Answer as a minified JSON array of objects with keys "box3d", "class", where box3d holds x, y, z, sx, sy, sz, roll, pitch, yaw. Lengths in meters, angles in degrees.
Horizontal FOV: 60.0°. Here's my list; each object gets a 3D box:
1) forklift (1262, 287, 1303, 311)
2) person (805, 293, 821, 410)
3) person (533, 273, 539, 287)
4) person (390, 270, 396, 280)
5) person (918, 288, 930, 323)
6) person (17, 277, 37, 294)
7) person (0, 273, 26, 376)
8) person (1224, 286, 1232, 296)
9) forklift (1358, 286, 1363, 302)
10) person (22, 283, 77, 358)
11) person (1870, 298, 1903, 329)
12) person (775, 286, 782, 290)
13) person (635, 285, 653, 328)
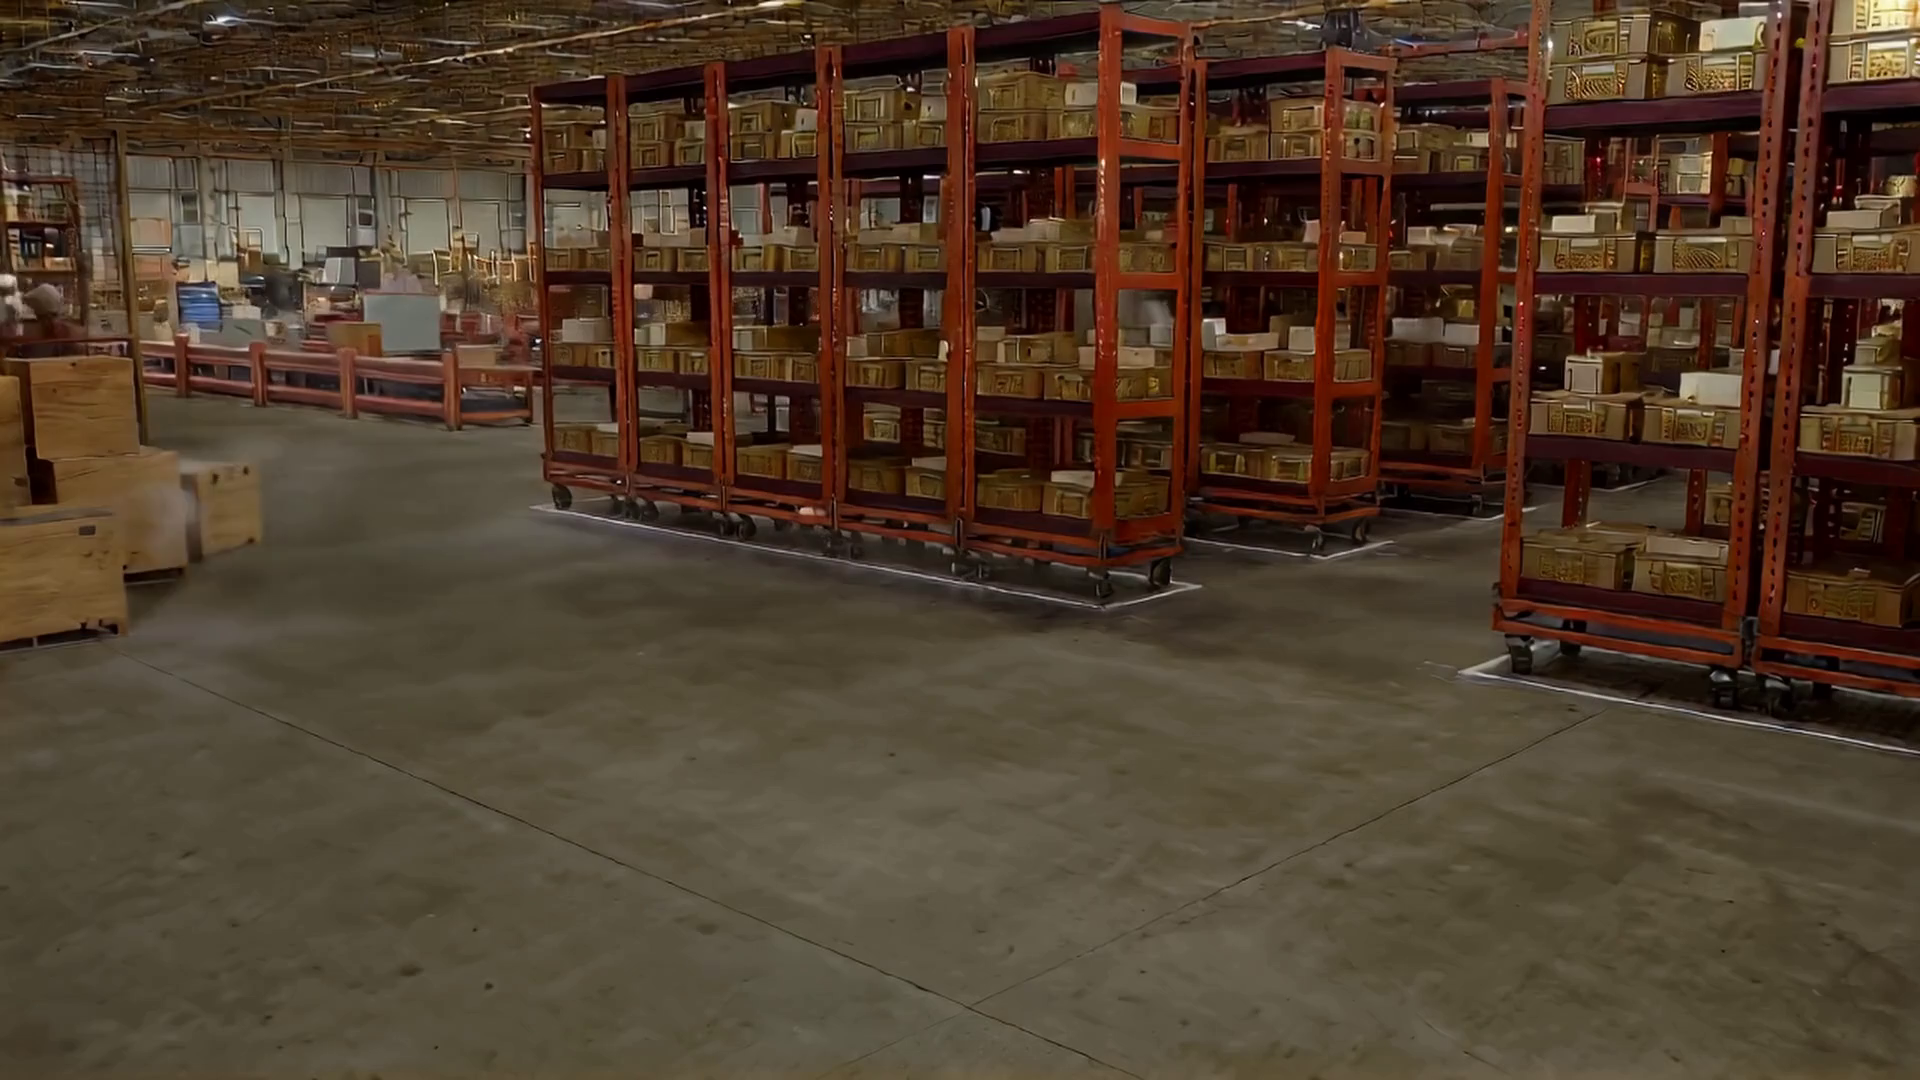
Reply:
[{"box3d":[10.769,-8.203,54.240,1.129,2.768,1.873,8,12,42],"class":"forklift"},{"box3d":[-1.590,-1.660,17.359,0.565,1.829,0.630,8,12,41],"class":"person"},{"box3d":[-18.997,-11.049,74.687,0.636,1.902,0.596,-3,10,-16],"class":"person"},{"box3d":[-24.625,-10.776,72.582,0.921,2.000,0.682,-2,9,-11],"class":"person"},{"box3d":[-0.956,-5.638,41.767,0.404,1.821,0.597,-3,10,-19],"class":"person"},{"box3d":[-22.203,-5.349,39.702,0.551,1.908,0.789,-7,12,-37],"class":"person"},{"box3d":[-14.840,-3.166,26.056,1.015,1.993,0.633,6,11,32],"class":"person"},{"box3d":[9.215,-8.079,57.018,0.529,1.729,0.871,7,12,37],"class":"person"},{"box3d":[11.100,-7.017,46.970,1.873,2.768,1.129,9,13,43],"class":"forklift"},{"box3d":[-7.974,-1.273,14.610,0.688,1.951,0.383,5,11,29],"class":"person"},{"box3d":[9.842,-1.717,17.717,0.403,1.817,0.599,2,9,9],"class":"person"},{"box3d":[-8.254,-10.943,74.106,0.971,1.867,0.625,-3,10,-21],"class":"person"},{"box3d":[-9.940,-7.330,51.947,0.664,1.881,0.753,-9,13,-43],"class":"person"}]
